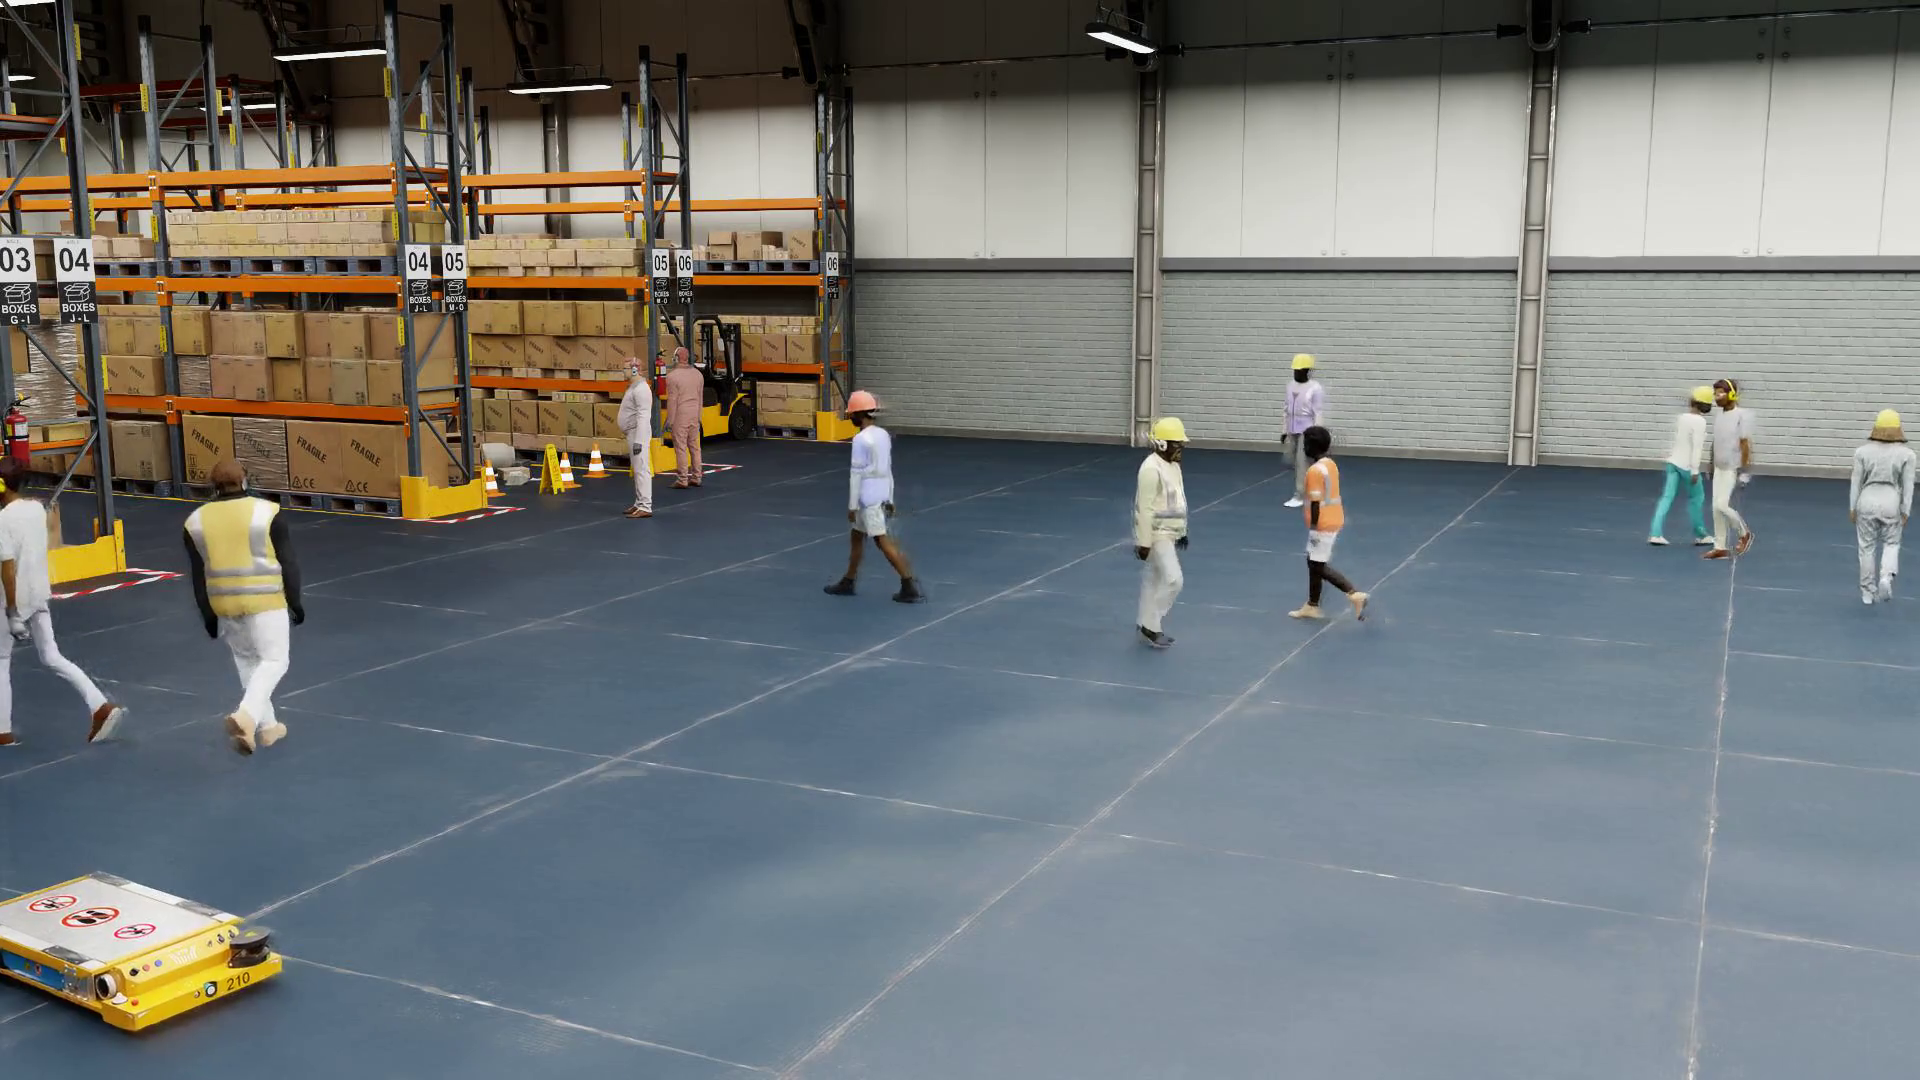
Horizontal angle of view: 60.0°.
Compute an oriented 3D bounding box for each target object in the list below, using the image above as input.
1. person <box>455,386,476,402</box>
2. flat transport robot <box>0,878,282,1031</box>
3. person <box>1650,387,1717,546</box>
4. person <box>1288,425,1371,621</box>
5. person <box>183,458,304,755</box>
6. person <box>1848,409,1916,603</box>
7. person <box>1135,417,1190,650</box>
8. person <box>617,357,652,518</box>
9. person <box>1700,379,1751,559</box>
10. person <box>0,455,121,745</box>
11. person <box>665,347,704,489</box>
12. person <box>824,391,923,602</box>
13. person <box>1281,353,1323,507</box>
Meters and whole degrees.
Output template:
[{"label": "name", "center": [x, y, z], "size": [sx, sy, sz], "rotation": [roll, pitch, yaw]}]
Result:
[{"label": "person", "center": [-8.420, -2.659, 28.213], "size": [0.538, 2.000, 0.683], "rotation": [6, 11, 32]}, {"label": "flat transport robot", "center": [-3.586, 1.687, 6.982], "size": [1.431, 0.197, 0.652], "rotation": [6, 11, 31]}, {"label": "person", "center": [7.746, -0.771, 17.620], "size": [0.829, 1.704, 0.609], "rotation": [-1, 9, -5]}, {"label": "person", "center": [3.085, -0.117, 13.757], "size": [0.668, 1.668, 0.553], "rotation": [5, 10, 28]}, {"label": "person", "center": [-4.360, 0.412, 10.095], "size": [0.642, 1.813, 0.734], "rotation": [0, 9, 1]}, {"label": "person", "center": [8.075, -0.284, 14.605], "size": [0.489, 1.730, 0.426], "rotation": [5, 11, 29]}, {"label": "person", "center": [1.584, -0.048, 12.911], "size": [0.439, 1.815, 0.611], "rotation": [3, 10, 20]}, {"label": "person", "center": [-3.857, -1.215, 19.770], "size": [0.407, 1.910, 0.638], "rotation": [-3, 10, -16]}, {"label": "person", "center": [7.770, -0.705, 16.824], "size": [0.440, 1.846, 0.538], "rotation": [-2, 10, -15]}, {"label": "person", "center": [-5.701, 0.376, 10.242], "size": [0.873, 1.838, 0.514], "rotation": [1, 9, 6]}, {"label": "person", "center": [-3.732, -1.638, 22.367], "size": [0.402, 1.906, 0.652], "rotation": [6, 11, 34]}, {"label": "person", "center": [-0.758, -0.384, 14.783], "size": [0.995, 1.886, 0.544], "rotation": [3, 10, 20]}, {"label": "person", "center": [4.246, -1.363, 20.648], "size": [0.494, 1.914, 0.616], "rotation": [-6, 11, -32]}]
